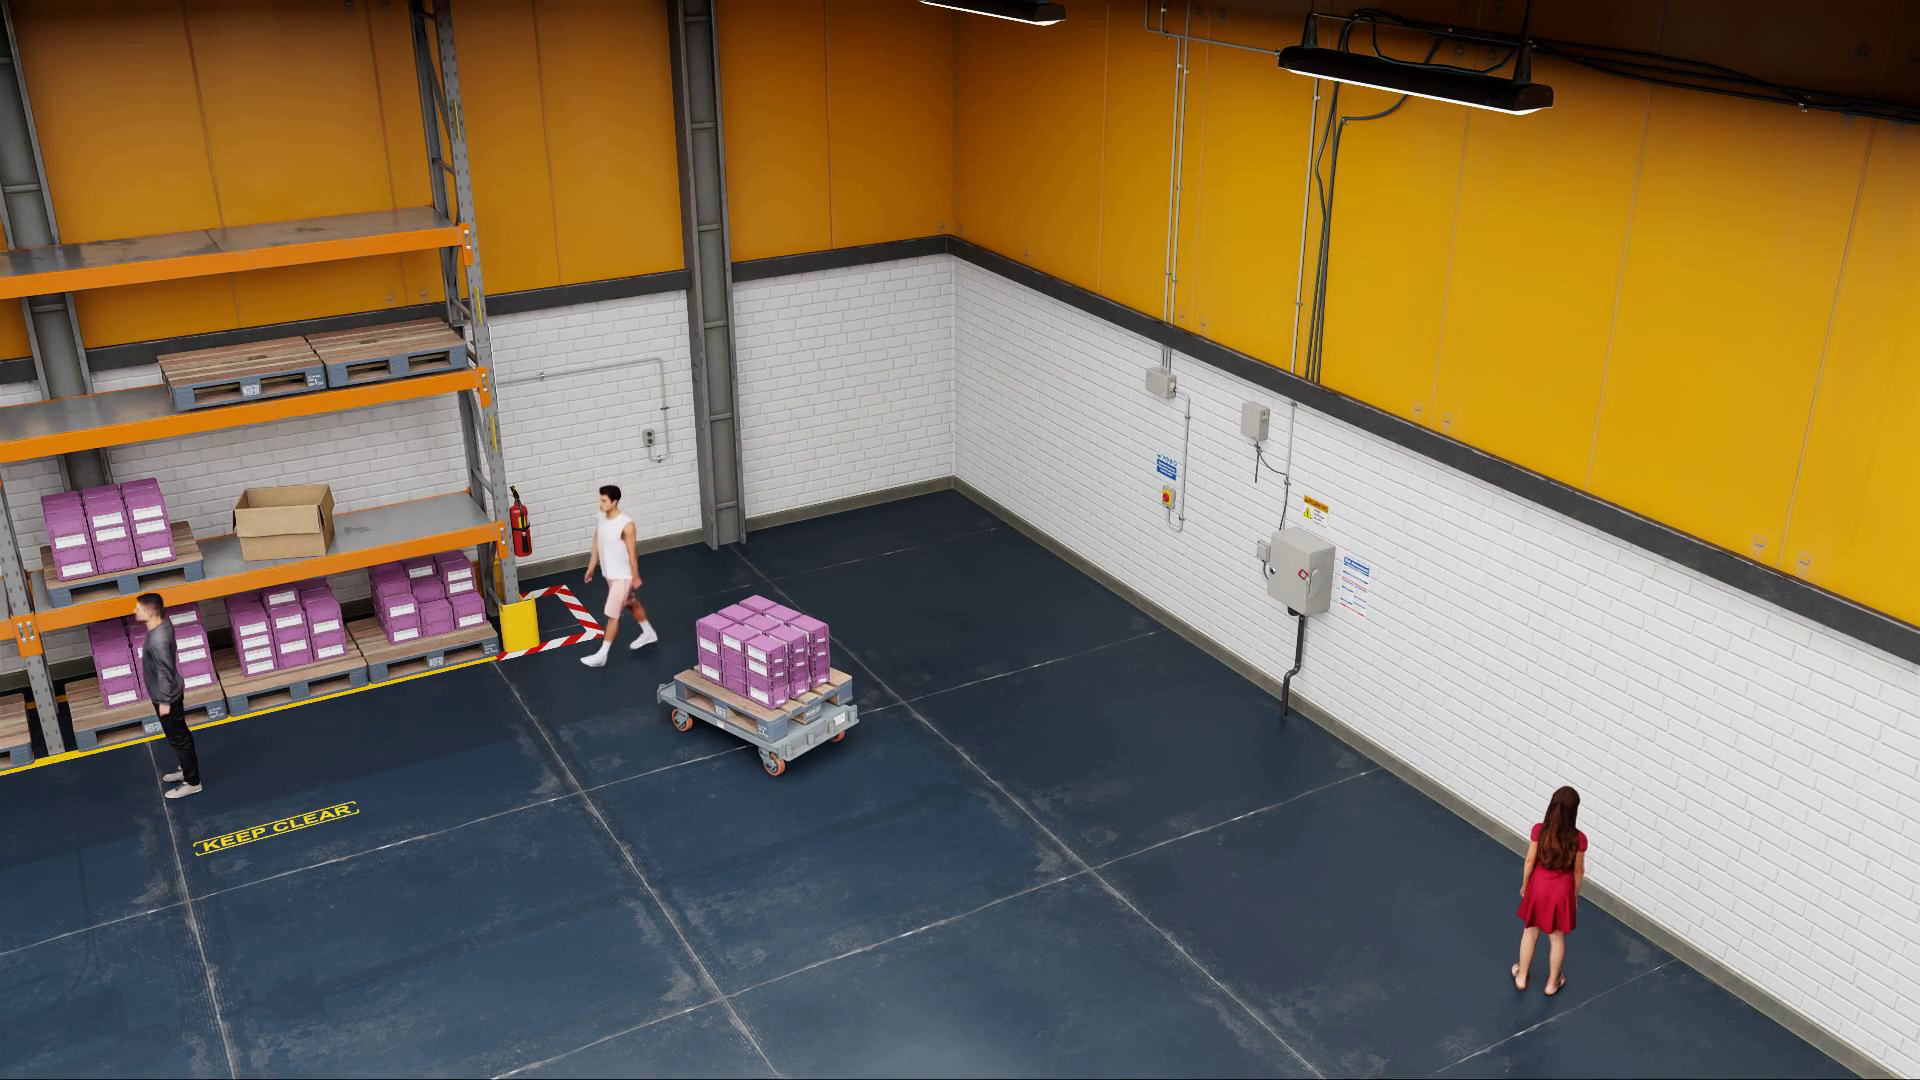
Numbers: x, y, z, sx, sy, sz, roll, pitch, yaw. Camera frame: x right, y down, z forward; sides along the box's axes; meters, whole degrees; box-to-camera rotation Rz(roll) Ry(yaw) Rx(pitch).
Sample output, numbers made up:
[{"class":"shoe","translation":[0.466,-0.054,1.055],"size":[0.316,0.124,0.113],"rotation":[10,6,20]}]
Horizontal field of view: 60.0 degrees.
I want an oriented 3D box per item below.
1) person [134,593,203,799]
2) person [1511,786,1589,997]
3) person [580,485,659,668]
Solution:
[{"class":"person","translation":[-6.377,1.225,13.390],"size":[0.568,1.761,0.635],"rotation":[-10,26,-22]},{"class":"person","translation":[3.949,2.333,11.116],"size":[0.676,1.552,0.736],"rotation":[9,25,21]},{"class":"person","translation":[-3.118,0.294,15.549],"size":[1.167,1.737,0.783],"rotation":[-19,30,-37]}]
